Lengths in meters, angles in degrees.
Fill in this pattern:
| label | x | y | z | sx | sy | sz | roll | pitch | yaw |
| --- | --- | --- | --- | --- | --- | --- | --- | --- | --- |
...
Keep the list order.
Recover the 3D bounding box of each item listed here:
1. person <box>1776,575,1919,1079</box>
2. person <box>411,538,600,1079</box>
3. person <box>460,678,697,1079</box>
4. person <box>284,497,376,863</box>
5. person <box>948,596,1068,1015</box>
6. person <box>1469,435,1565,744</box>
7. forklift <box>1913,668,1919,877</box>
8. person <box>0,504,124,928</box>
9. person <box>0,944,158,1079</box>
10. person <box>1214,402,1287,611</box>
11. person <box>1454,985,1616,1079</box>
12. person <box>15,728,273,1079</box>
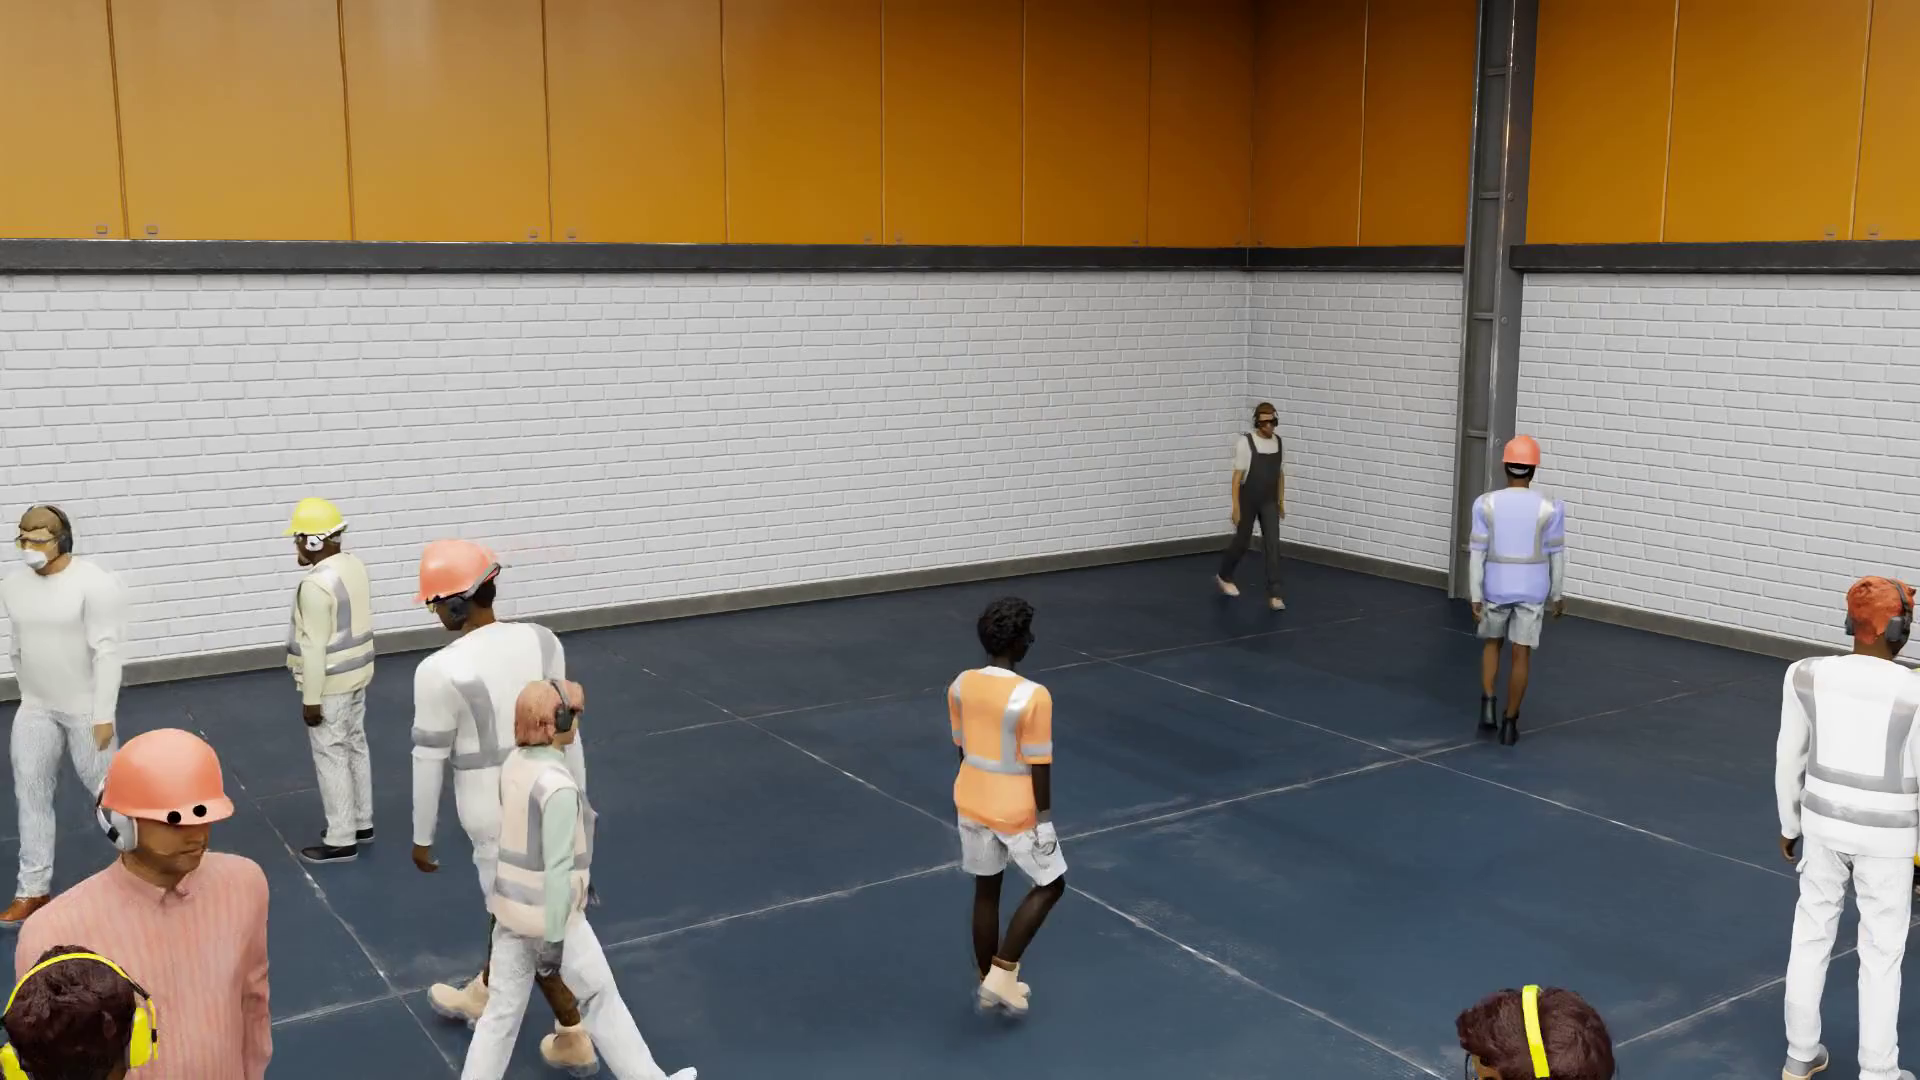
| label | x | y | z | sx | sy | sz | roll | pitch | yaw |
| --- | --- | --- | --- | --- | --- | --- | --- | --- | --- |
| person | 3.188 | 1.059 | 5.895 | 0.354 | 1.886 | 0.572 | -8 | 12 | -39 |
| person | -1.739 | 0.973 | 6.109 | 0.984 | 1.983 | 0.660 | 5 | 11 | 29 |
| person | -1.368 | 1.254 | 5.600 | 0.845 | 1.586 | 0.512 | -8 | 12 | -39 |
| person | -3.145 | 0.690 | 8.319 | 0.403 | 1.825 | 0.598 | 0 | 9 | 2 |
| person | 0.180 | 1.051 | 6.519 | 0.362 | 1.685 | 0.554 | -9 | 13 | -43 |
| person | 3.449 | 0.308 | 10.311 | 0.554 | 1.920 | 0.426 | 4 | 10 | 25 |
| forklift | 5.511 | 0.571 | 7.906 | 2.313 | 2.155 | 1.214 | -6 | 11 | -33 |
| person | -4.080 | 0.751 | 7.735 | 0.628 | 1.910 | 0.898 | 2 | 10 | 14 |
| person | -1.464 | 1.587 | 2.926 | 0.511 | 1.809 | 0.960 | -2 | 10 | -11 |
| person | 2.582 | -0.326 | 14.541 | 0.564 | 1.799 | 0.946 | -3 | 10 | -17 |
| person | 1.025 | 1.611 | 2.798 | 0.563 | 1.825 | 0.654 | -2 | 10 | -14 |
| person | -1.880 | 1.374 | 3.883 | 1.087 | 1.929 | 0.640 | 8 | 12 | 39 |
